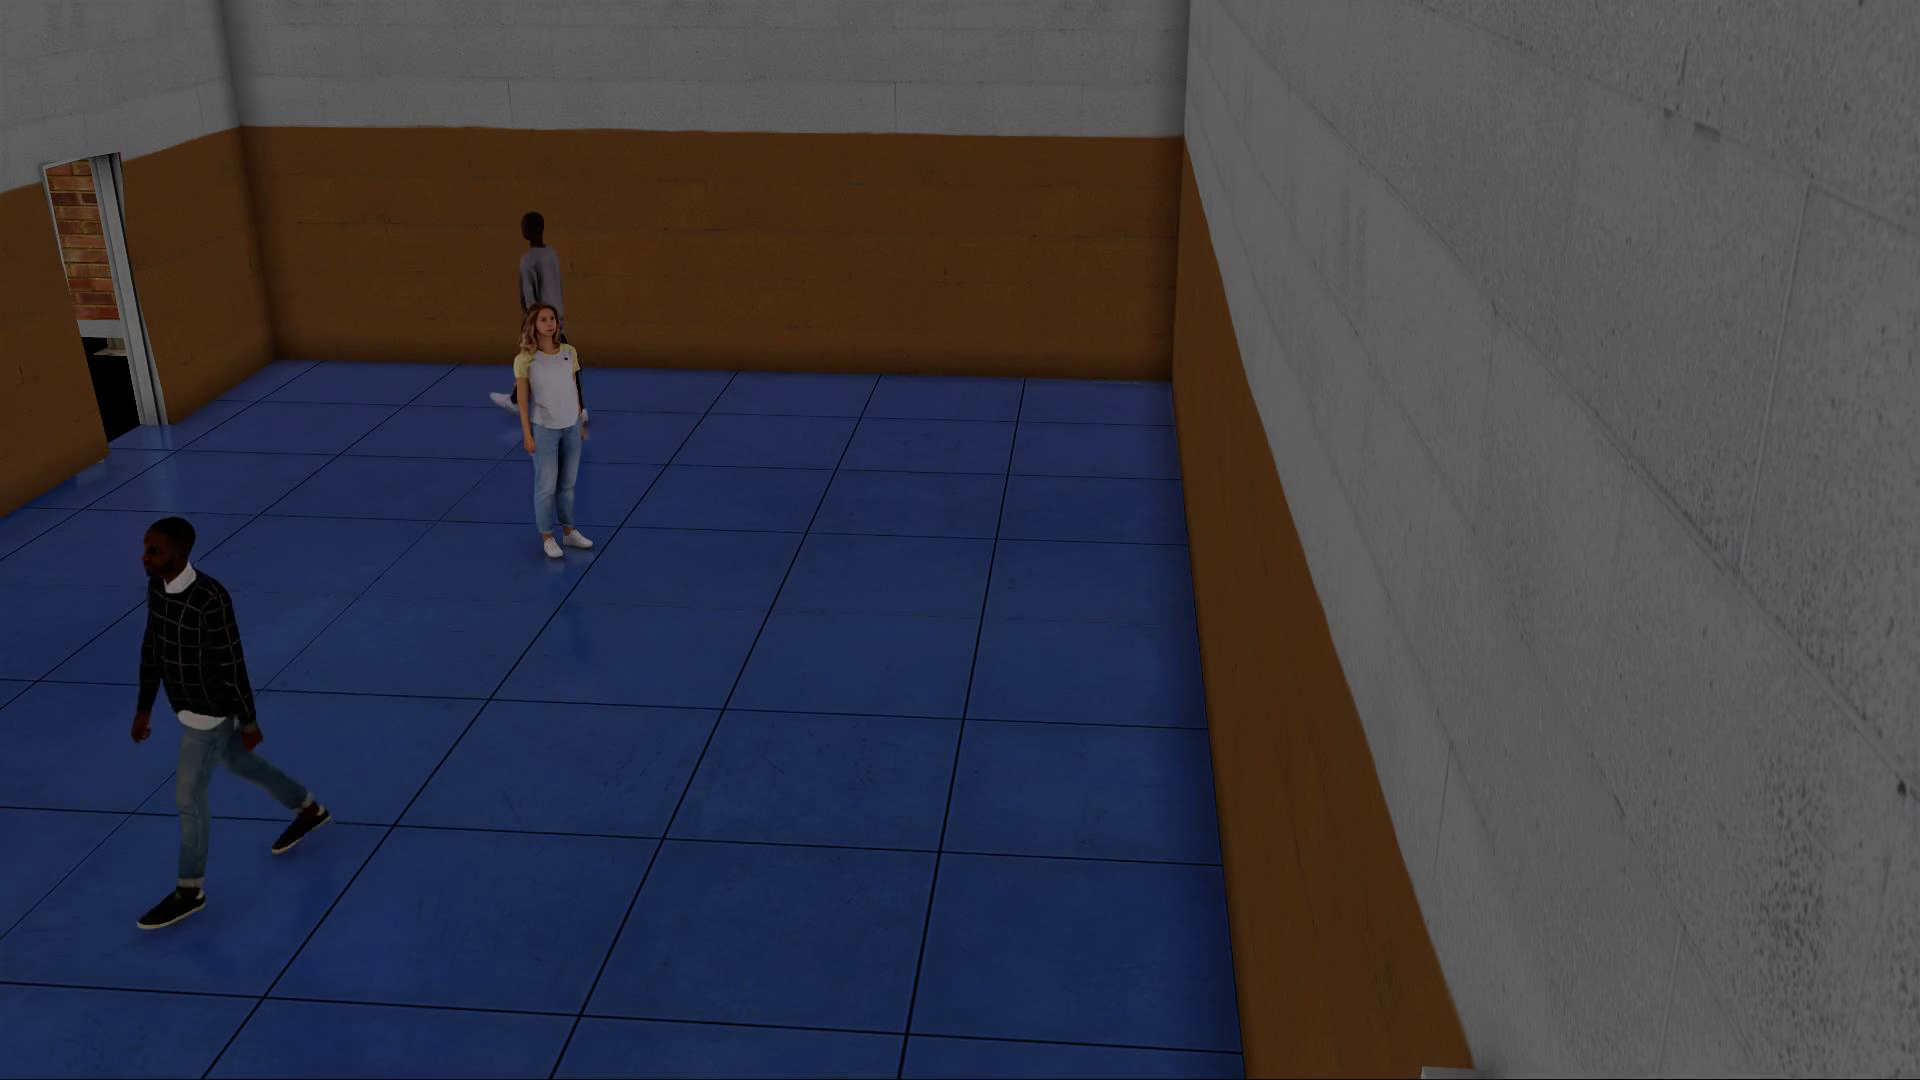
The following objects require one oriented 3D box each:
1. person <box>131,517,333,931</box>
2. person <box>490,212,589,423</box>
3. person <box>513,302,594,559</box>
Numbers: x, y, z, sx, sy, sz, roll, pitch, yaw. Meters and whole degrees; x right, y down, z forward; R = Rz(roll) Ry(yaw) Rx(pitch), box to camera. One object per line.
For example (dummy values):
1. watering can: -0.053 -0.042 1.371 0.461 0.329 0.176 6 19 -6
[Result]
1. person: -3.238 0.723 7.366 1.251 1.771 1.188 17 27 36
2. person: -3.326 -1.781 13.648 1.193 1.733 0.883 9 23 20
3. person: -2.703 -0.737 11.045 0.746 1.723 0.714 19 29 39
